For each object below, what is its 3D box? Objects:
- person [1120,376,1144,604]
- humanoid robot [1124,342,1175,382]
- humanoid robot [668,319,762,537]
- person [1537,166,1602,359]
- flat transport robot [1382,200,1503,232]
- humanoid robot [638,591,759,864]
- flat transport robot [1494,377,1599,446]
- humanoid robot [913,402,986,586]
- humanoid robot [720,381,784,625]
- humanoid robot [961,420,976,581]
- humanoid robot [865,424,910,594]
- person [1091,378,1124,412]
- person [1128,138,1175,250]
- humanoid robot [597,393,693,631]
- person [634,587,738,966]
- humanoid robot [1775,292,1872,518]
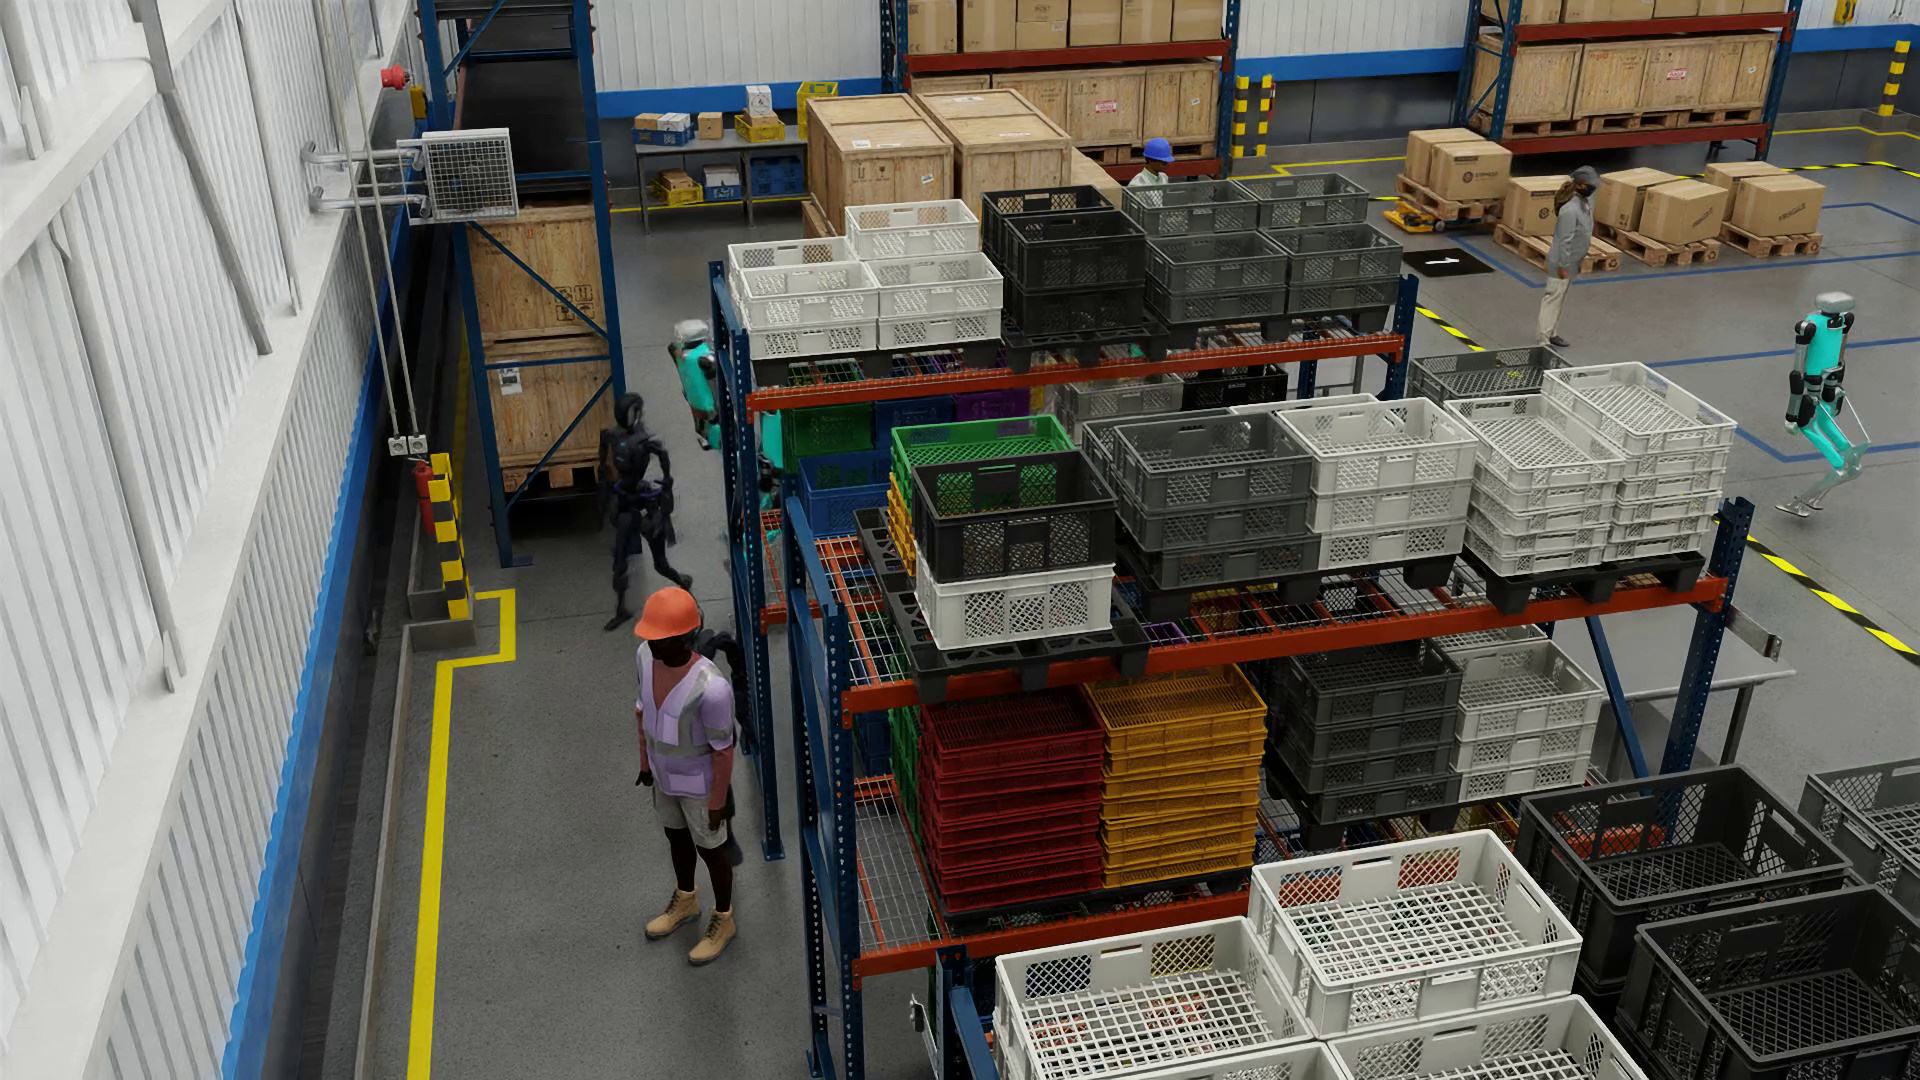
[{"bbox_3d":[1.091,-0.170,10.661,0.726,1.857,0.572,-21,34,-34],"label":"person"},{"bbox_3d":[1.524,-0.809,11.994,0.667,1.771,0.588,-15,31,-26],"label":"humanoid robot"},{"bbox_3d":[-1.617,-0.773,11.975,0.801,1.801,0.548,-22,35,-36],"label":"humanoid robot"},{"bbox_3d":[5.582,-2.577,15.328,0.398,1.765,0.564,16,32,27],"label":"person"},{"bbox_3d":[5.687,-3.784,19.196,1.431,0.197,0.652,-6,28,-12],"label":"flat transport robot"},{"bbox_3d":[-1.363,0.984,8.666,0.612,1.650,0.309,-11,30,-20],"label":"humanoid robot"},{"bbox_3d":[4.780,-1.036,14.013,0.659,0.231,1.431,-6,28,-12],"label":"flat transport robot"},{"bbox_3d":[-0.102,-0.203,10.804,0.697,1.748,0.550,6,28,12],"label":"humanoid robot"},{"bbox_3d":[-1.336,-0.216,10.841,0.683,1.760,0.538,-15,31,-26],"label":"humanoid robot"},{"bbox_3d":[0.039,-0.029,10.598,0.322,1.639,0.589,4,28,8],"label":"humanoid robot"},{"bbox_3d":[-0.565,-0.282,11.066,0.597,1.647,0.329,13,30,22],"label":"humanoid robot"},{"bbox_3d":[1.045,-0.298,10.969,0.889,1.790,0.606,11,30,19],"label":"person"},{"bbox_3d":[1.764,-2.804,15.579,0.412,1.939,0.602,19,33,32],"label":"person"},{"bbox_3d":[-2.103,-0.216,11.002,0.601,1.663,0.702,11,30,20],"label":"humanoid robot"},{"bbox_3d":[-1.335,1.129,8.000,0.606,2.048,0.365,21,34,34],"label":"person"},{"bbox_3d":[6.371,-0.933,12.103,0.533,1.672,0.735,-14,31,-25],"label":"humanoid robot"}]
